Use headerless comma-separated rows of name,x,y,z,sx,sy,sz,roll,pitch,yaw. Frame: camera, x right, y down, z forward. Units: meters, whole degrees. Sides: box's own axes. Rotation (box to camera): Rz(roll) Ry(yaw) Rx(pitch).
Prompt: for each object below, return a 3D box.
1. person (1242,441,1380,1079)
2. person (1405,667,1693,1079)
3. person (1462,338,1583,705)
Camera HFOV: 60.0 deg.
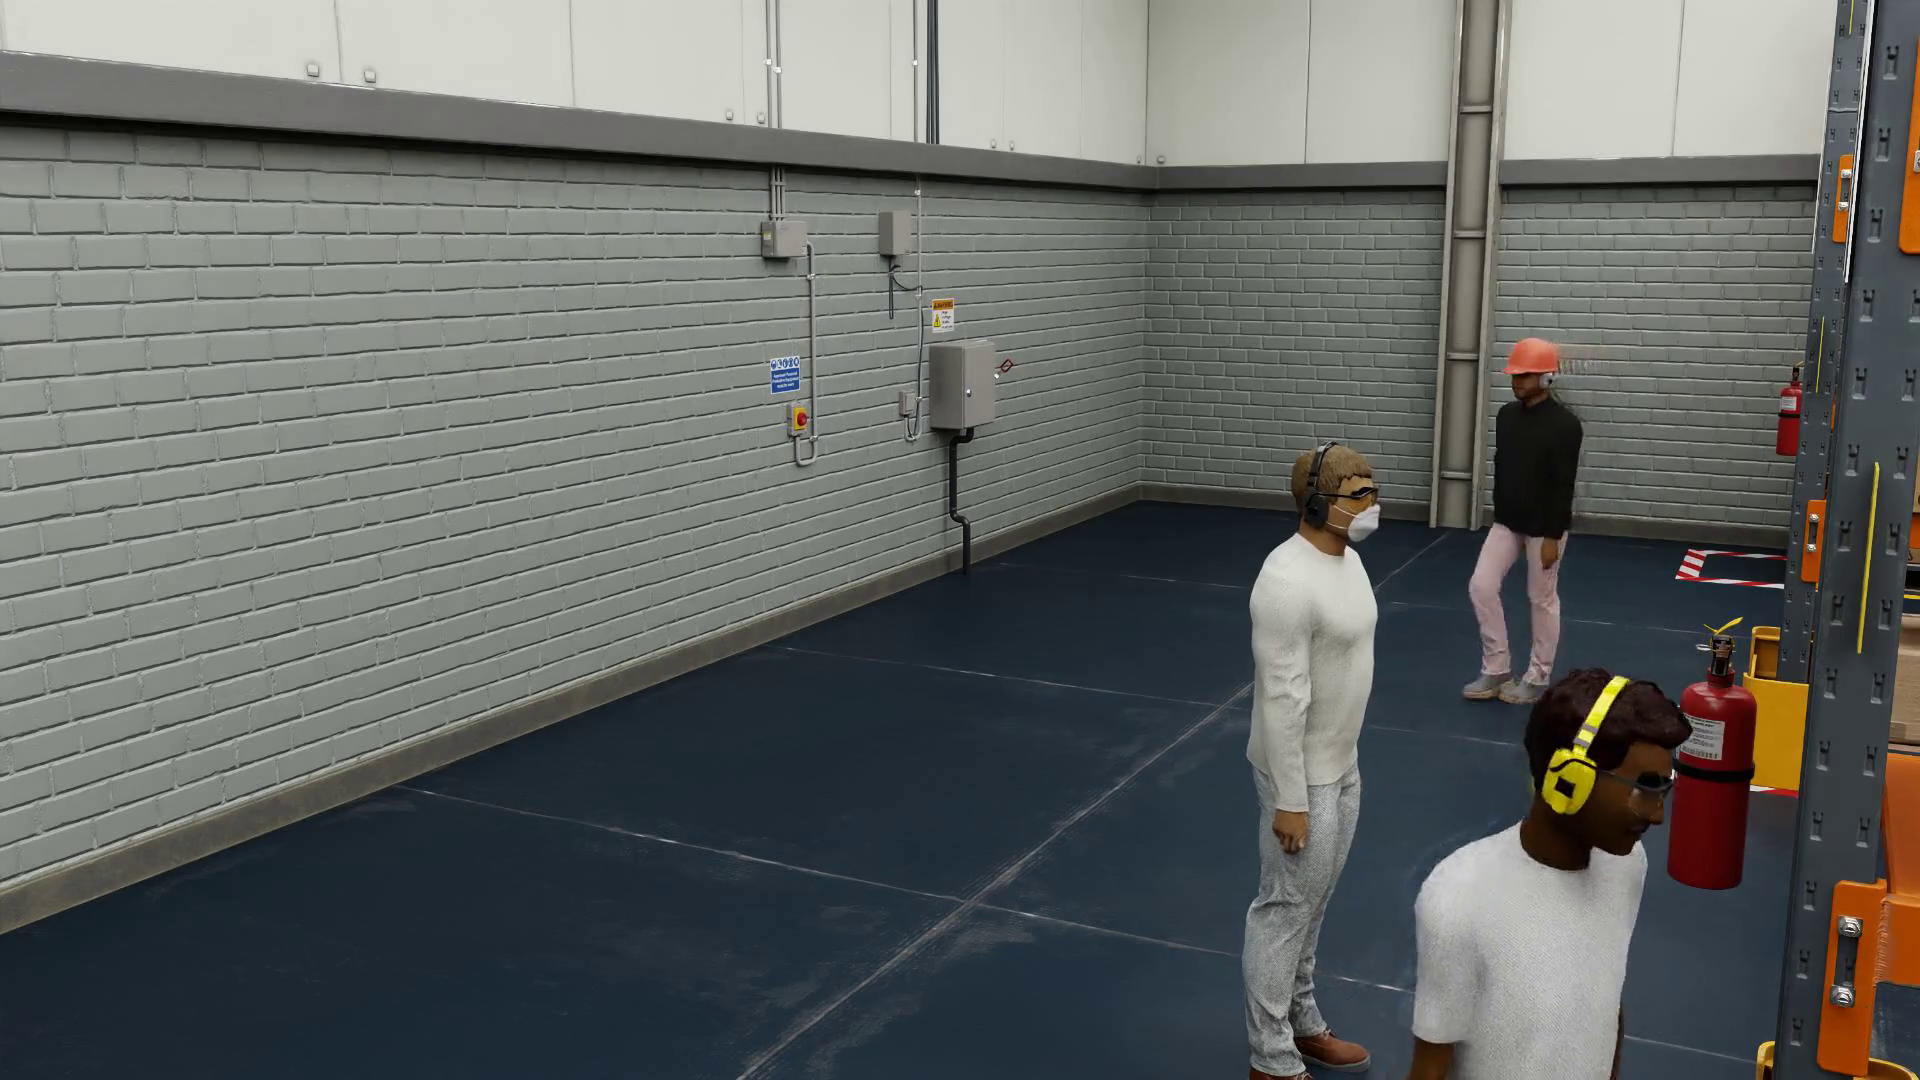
person,1.030,0.677,4.832,0.372,1.940,0.627,5,12,27
person,0.898,1.083,2.875,0.578,1.843,0.554,-6,12,-30
person,2.953,-0.077,8.827,0.628,1.973,0.652,-5,11,-24
